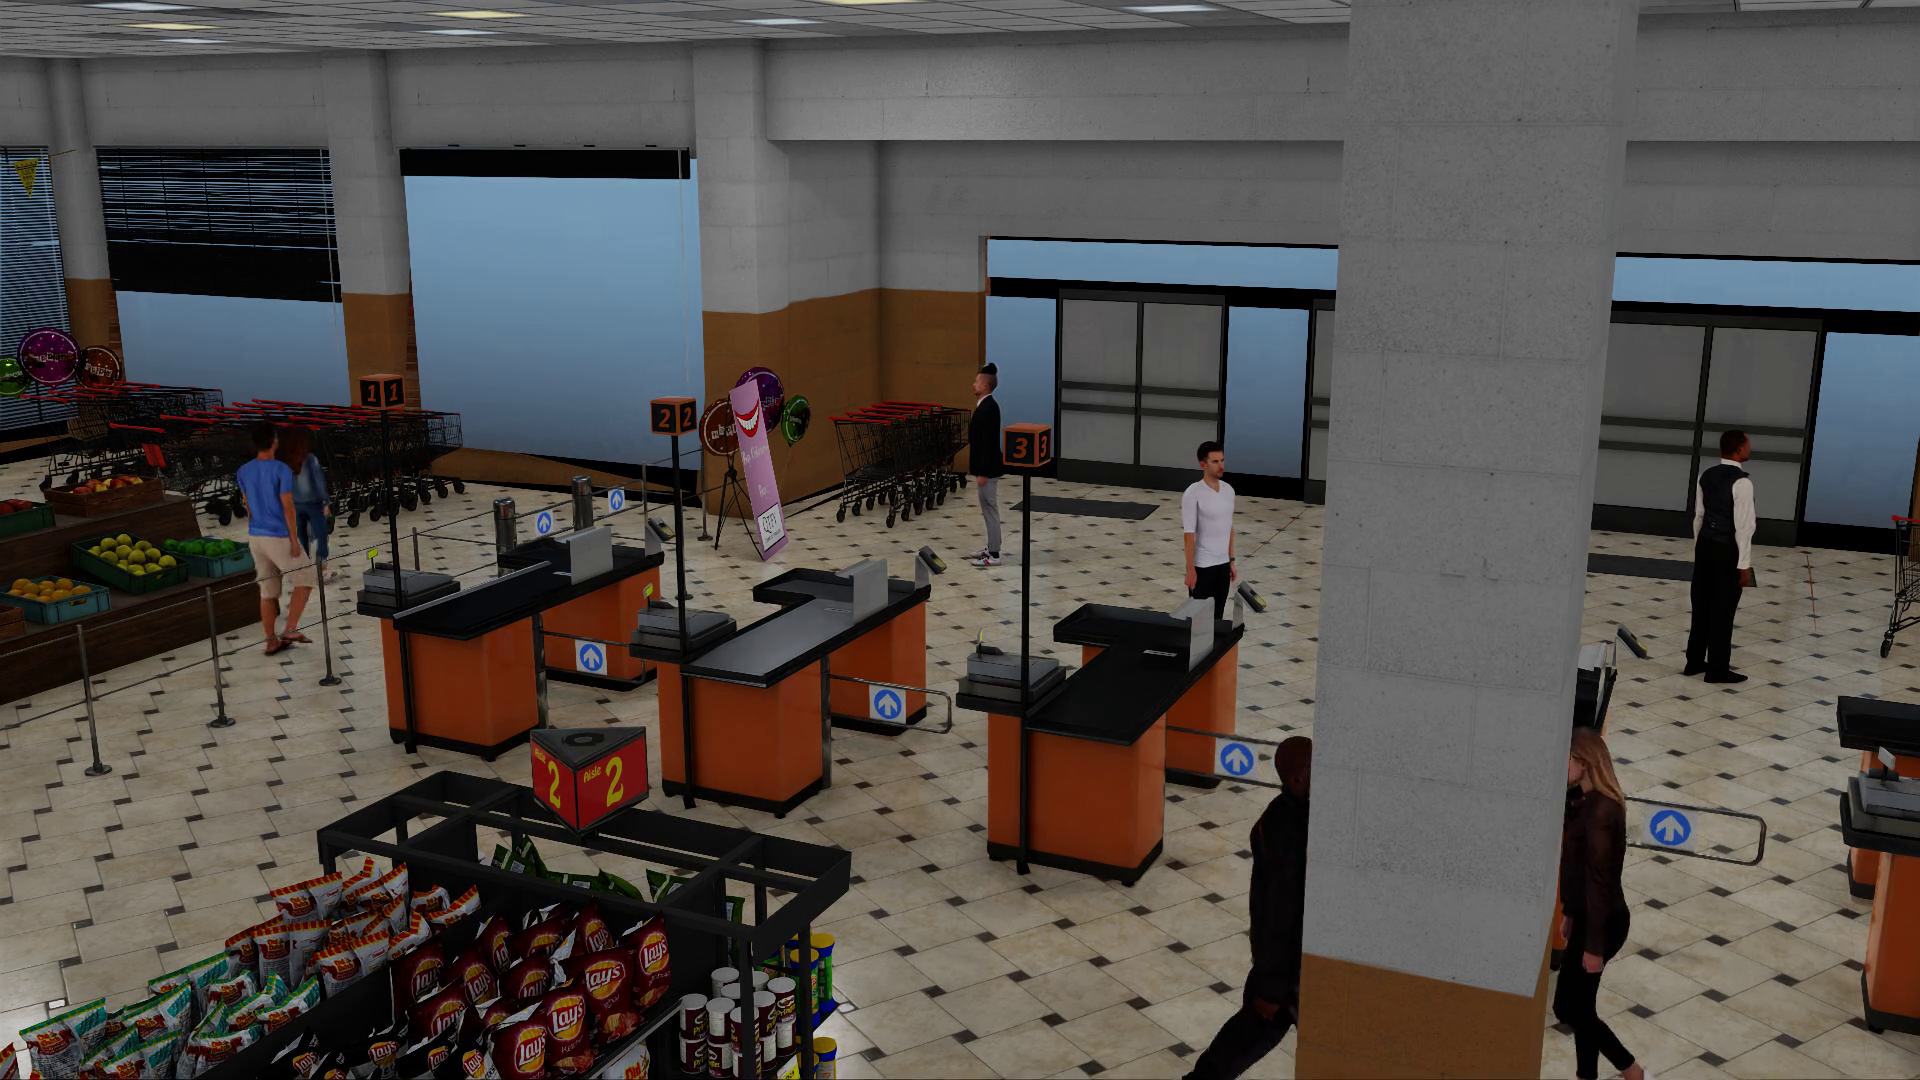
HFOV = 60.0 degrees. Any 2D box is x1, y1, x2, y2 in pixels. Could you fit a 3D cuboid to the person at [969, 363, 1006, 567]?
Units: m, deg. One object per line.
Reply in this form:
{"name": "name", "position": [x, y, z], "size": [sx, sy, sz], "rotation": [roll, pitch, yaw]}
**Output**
{"name": "person", "position": [0.266, -0.730, 15.974], "size": [0.851, 1.950, 0.685], "rotation": [0, 14, 2]}

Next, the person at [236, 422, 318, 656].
{"name": "person", "position": [-5.461, 0.018, 13.106], "size": [0.709, 1.848, 0.730], "rotation": [3, 14, 13]}

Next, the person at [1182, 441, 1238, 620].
{"name": "person", "position": [1.858, 0.171, 12.467], "size": [0.673, 1.852, 0.808], "rotation": [-11, 17, -37]}

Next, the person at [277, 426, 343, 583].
{"name": "person", "position": [-6.034, -0.322, 15.326], "size": [0.695, 1.462, 0.631], "rotation": [4, 14, 17]}

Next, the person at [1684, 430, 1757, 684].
{"name": "person", "position": [5.744, 0.114, 12.560], "size": [0.831, 1.919, 0.763], "rotation": [-4, 14, -18]}

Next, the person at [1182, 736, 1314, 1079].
{"name": "person", "position": [1.204, 1.624, 6.566], "size": [0.910, 1.809, 1.178], "rotation": [4, 14, 14]}

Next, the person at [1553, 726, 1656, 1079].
{"name": "person", "position": [2.701, 1.617, 6.873], "size": [0.755, 1.678, 0.711], "rotation": [4, 14, 15]}
